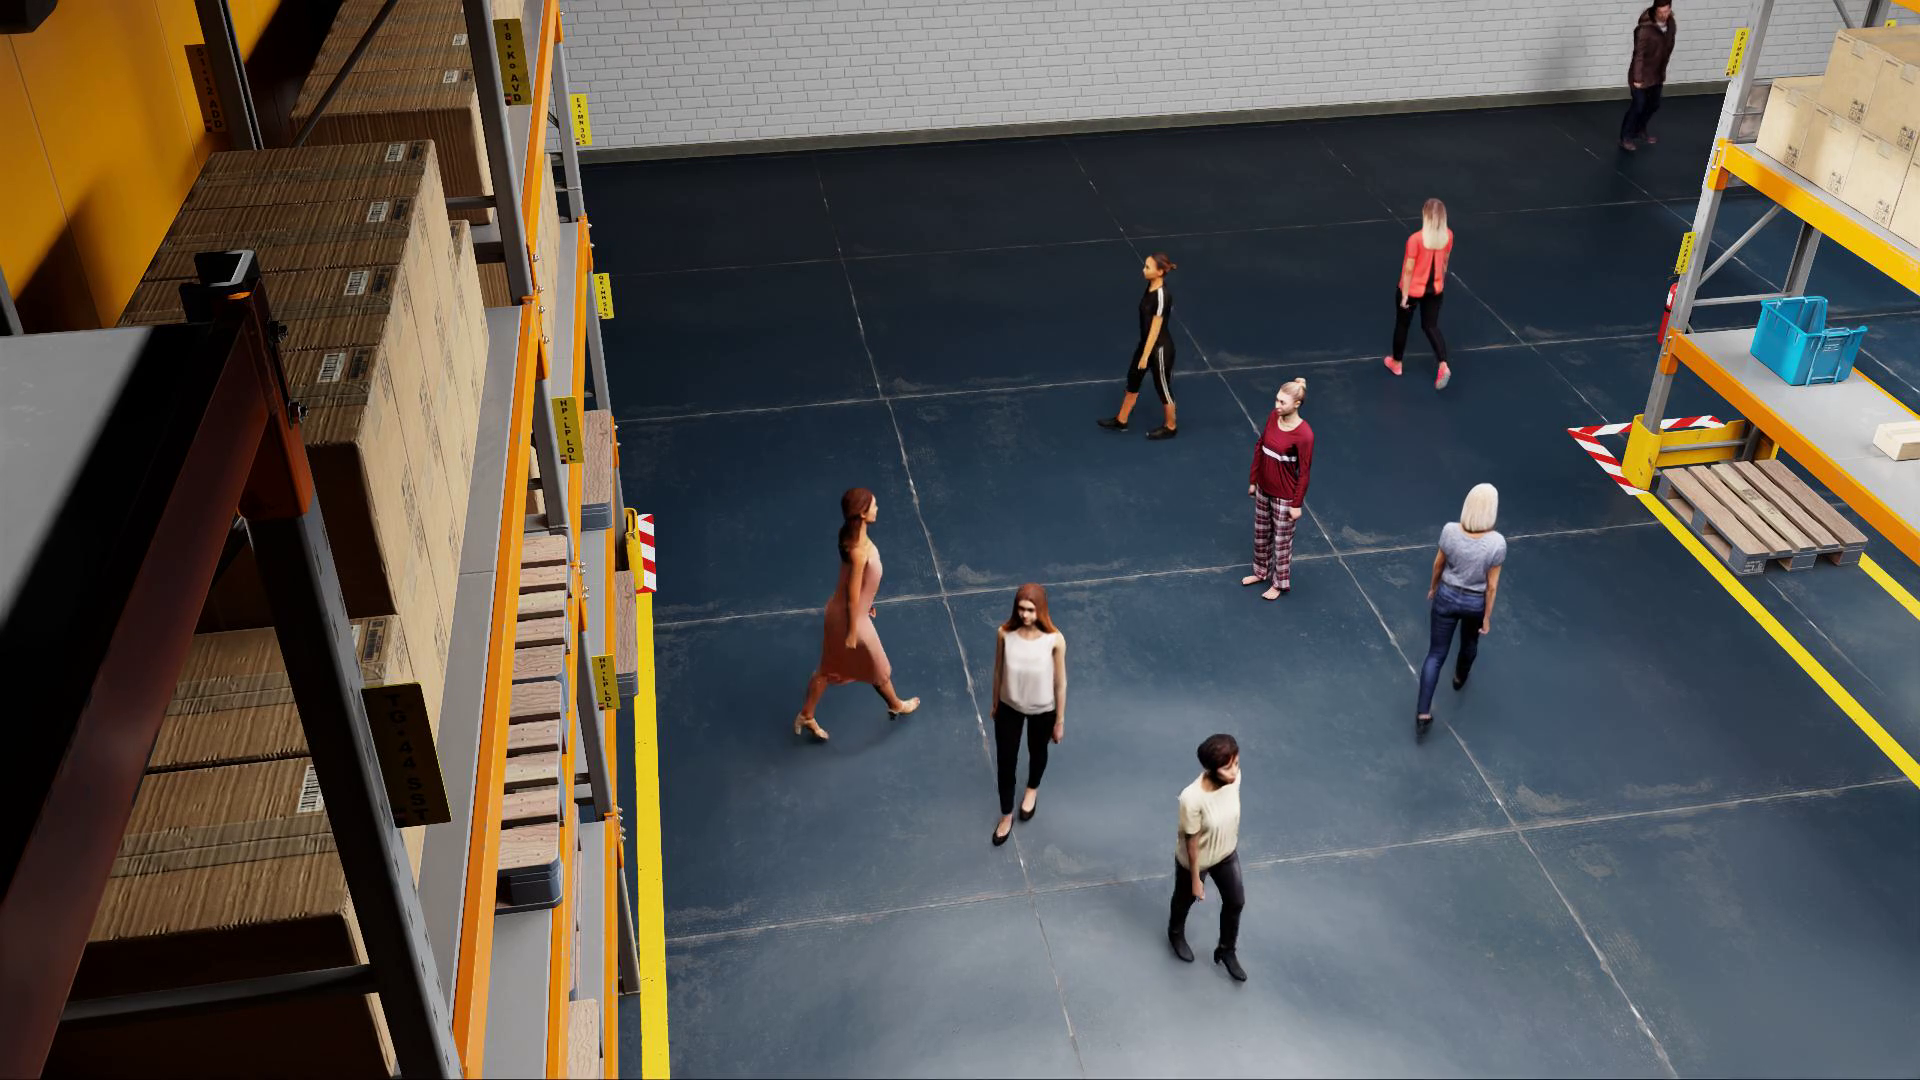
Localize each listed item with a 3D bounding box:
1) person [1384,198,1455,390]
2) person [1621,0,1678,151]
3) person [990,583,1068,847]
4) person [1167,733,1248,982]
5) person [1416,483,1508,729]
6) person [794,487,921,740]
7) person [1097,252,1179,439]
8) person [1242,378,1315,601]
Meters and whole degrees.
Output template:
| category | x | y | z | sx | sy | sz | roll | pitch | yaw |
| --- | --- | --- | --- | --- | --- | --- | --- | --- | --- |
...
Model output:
| category | x | y | z | sx | sy | sz | roll | pitch | yaw |
| --- | --- | --- | --- | --- | --- | --- | --- | --- | --- |
| person | 4.017 | -2.089 | 14.281 | 0.664 | 1.678 | 1.051 | -9 | 35 | -14 |
| person | 7.879 | -5.364 | 19.095 | 0.938 | 1.803 | 0.819 | -29 | 43 | -36 |
| person | 0.412 | 0.921 | 9.725 | 0.776 | 1.709 | 0.887 | 7 | 34 | 11 |
| person | 1.244 | 1.629 | 8.784 | 0.747 | 1.571 | 0.839 | -20 | 38 | -27 |
| person | 3.122 | 0.444 | 10.463 | 1.028 | 1.686 | 1.153 | 17 | 37 | 24 |
| person | -0.757 | 0.524 | 10.261 | 0.707 | 1.777 | 1.013 | -4 | 34 | -6 |
| person | 1.676 | -1.566 | 13.527 | 0.686 | 1.642 | 0.833 | -4 | 34 | -5 |
| person | 2.236 | -0.360 | 11.661 | 0.750 | 1.699 | 0.600 | -22 | 39 | -29 |
